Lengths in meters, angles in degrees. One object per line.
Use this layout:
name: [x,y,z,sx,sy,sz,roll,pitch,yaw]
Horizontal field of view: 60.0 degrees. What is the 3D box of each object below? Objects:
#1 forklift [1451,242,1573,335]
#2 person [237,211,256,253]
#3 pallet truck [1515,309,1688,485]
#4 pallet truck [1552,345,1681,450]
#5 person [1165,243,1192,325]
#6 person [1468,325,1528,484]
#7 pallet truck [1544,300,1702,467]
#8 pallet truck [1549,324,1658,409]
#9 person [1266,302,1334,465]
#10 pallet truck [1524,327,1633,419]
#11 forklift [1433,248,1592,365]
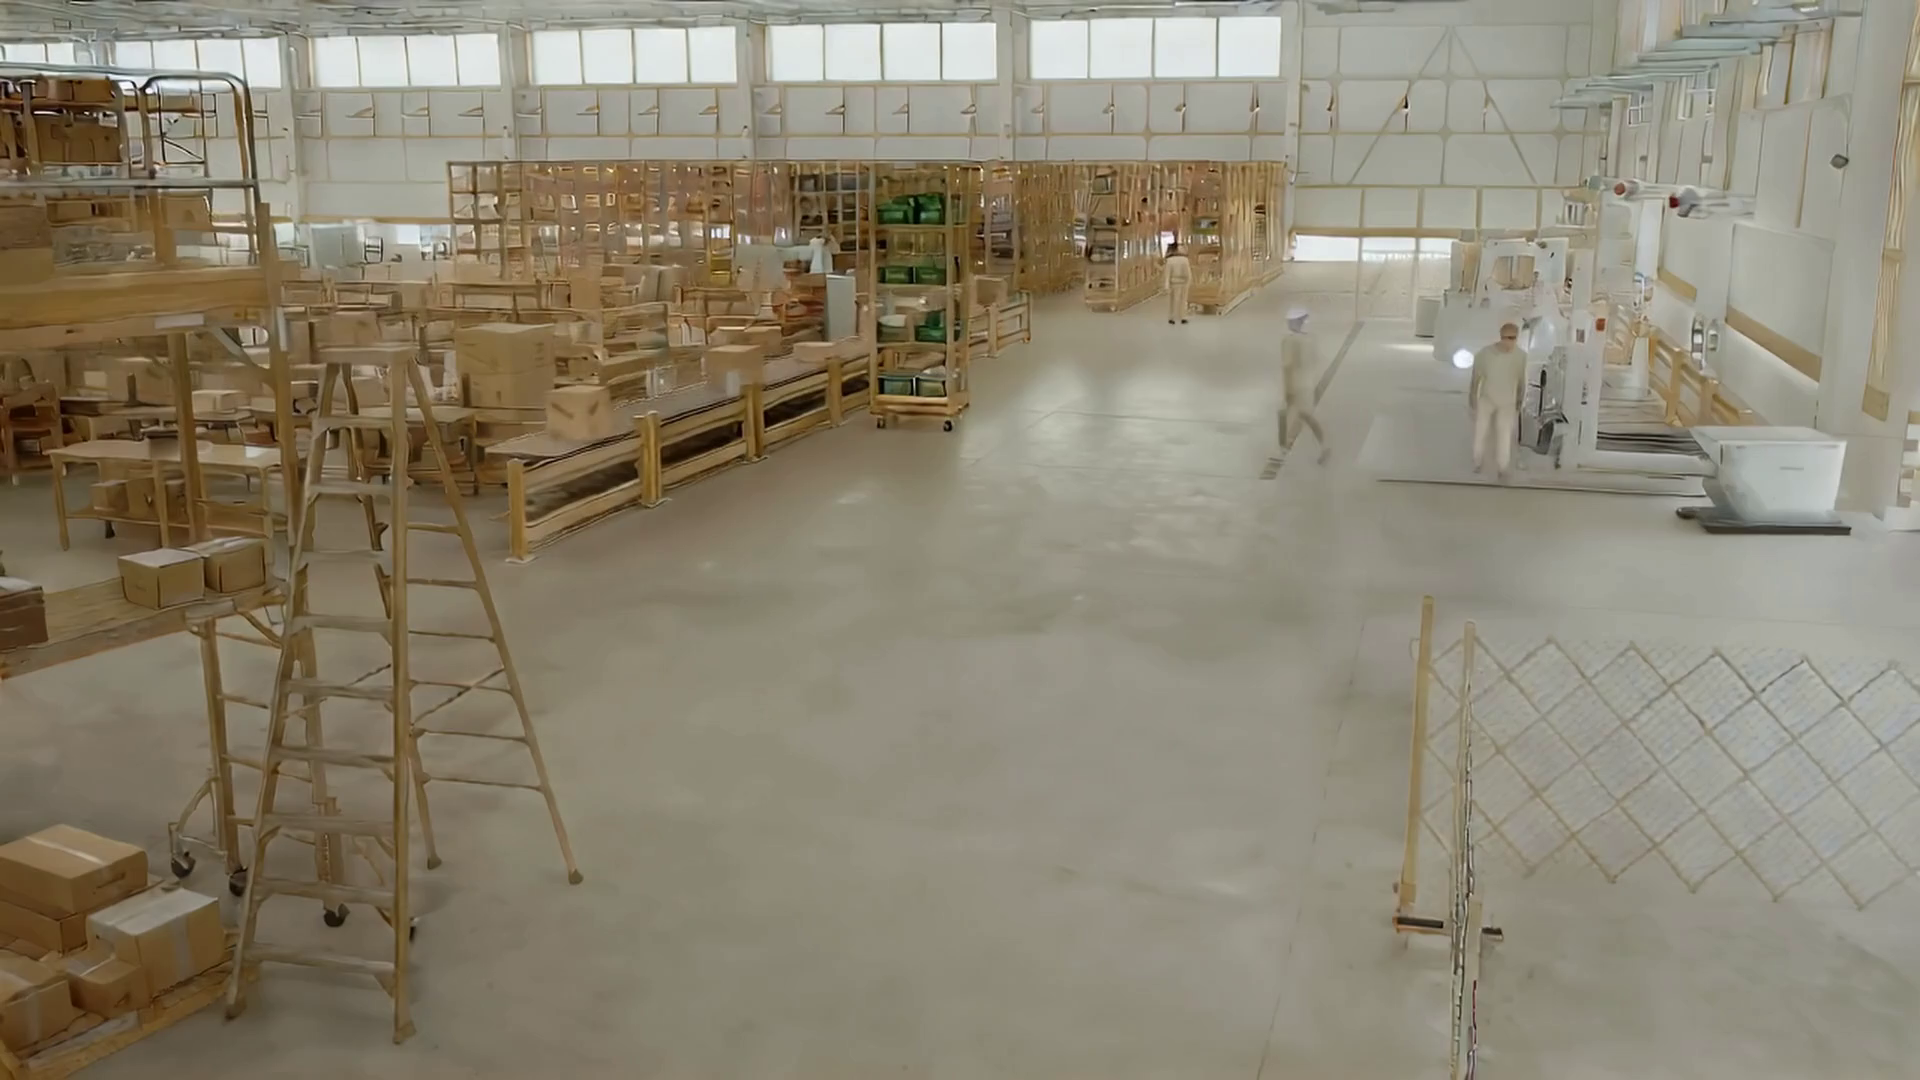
forklift: [10.464,-4.597,31.405,2.680,1.987,1.157,4,14,16]
person: [-24.179,-10.192,56.395,0.615,1.923,0.802,-10,17,-38]
pallet truck: [7.554,-1.677,19.446,1.885,1.965,0.823,3,13,14]
pallet truck: [8.641,-1.896,21.908,1.630,1.274,0.653,4,14,16]
person: [4.926,-5.762,37.450,0.594,1.832,0.403,4,14,17]
person: [6.278,-1.597,19.445,0.669,1.834,1.034,1,13,6]
pallet truck: [8.263,-1.952,20.631,1.885,1.965,0.823,5,14,20]
pallet truck: [9.824,-2.669,25.407,1.601,1.201,0.680,4,14,16]
person: [4.205,-1.918,20.465,0.610,2.014,0.905,-8,15,-31]
pallet truck: [9.065,-2.460,24.370,1.522,1.261,0.704,3,13,14]
forklift: [9.780,-4.111,29.280,2.680,1.987,1.157,3,13,14]
